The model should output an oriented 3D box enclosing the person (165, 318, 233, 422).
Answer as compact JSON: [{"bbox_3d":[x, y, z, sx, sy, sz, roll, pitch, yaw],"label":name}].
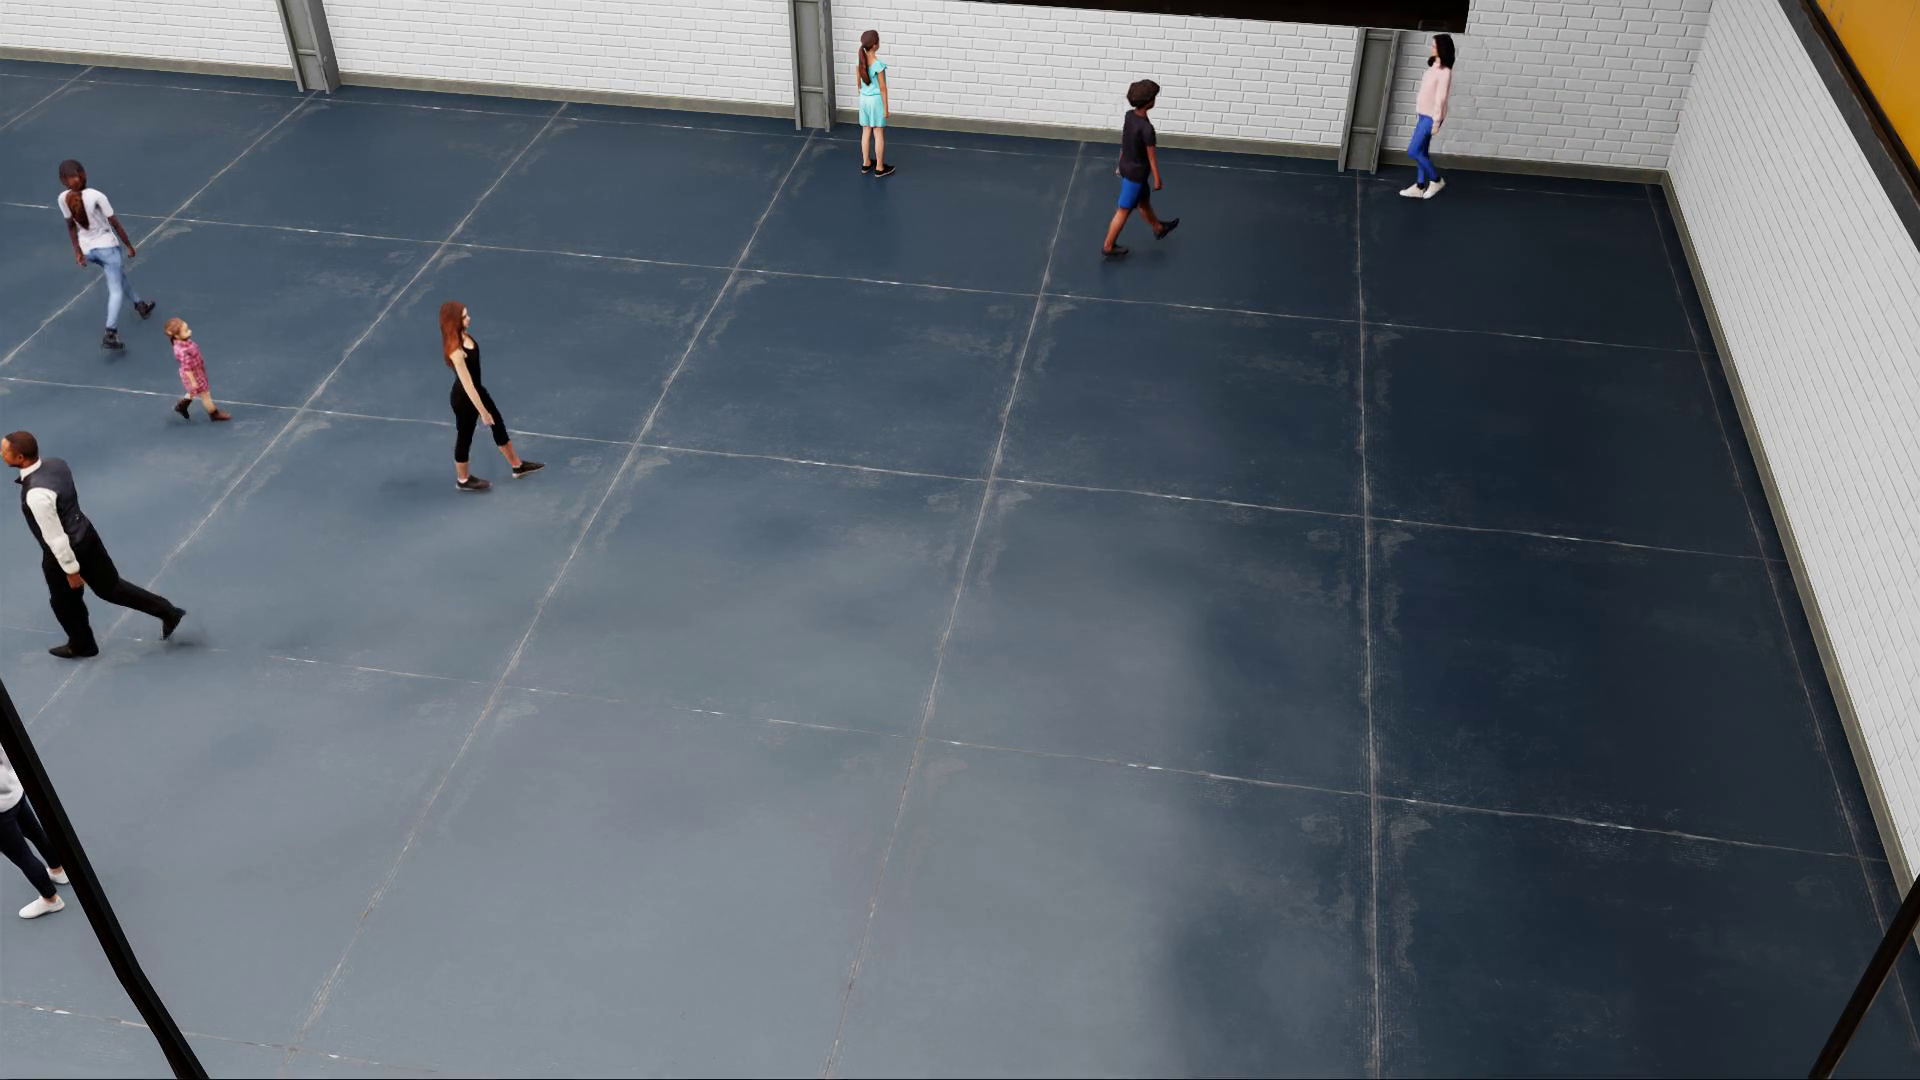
[{"bbox_3d":[-6.430,-1.407,13.847,0.715,1.011,0.598,-12,40,-15],"label":"person"}]

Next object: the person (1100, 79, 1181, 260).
[{"bbox_3d":[1.595,-3.483,15.857,1.217,1.747,1.006,-14,41,-17],"label":"person"}]

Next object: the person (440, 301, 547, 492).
[{"bbox_3d":[-3.893,-1.086,12.889,1.007,1.705,0.776,-4,39,-5],"label":"person"}]

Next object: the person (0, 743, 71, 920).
[{"bbox_3d":[-5.553,1.511,9.641,0.683,1.701,0.693,-7,39,-9],"label":"person"}]

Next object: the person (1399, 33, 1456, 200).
[{"bbox_3d":[4.847,-4.267,16.829,0.680,1.759,0.664,4,39,5],"label":"person"}]

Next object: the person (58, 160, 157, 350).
[{"bbox_3d":[-7.586,-2.481,14.659,1.118,1.676,0.733,4,39,5],"label":"person"}]

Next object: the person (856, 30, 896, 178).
[{"bbox_3d":[-0.911,-4.574,17.374,0.596,1.558,0.693,26,45,29],"label":"person"}]

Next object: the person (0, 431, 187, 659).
[{"bbox_3d":[-5.947,0.047,11.321,1.300,1.892,0.958,-5,39,-6],"label":"person"}]
